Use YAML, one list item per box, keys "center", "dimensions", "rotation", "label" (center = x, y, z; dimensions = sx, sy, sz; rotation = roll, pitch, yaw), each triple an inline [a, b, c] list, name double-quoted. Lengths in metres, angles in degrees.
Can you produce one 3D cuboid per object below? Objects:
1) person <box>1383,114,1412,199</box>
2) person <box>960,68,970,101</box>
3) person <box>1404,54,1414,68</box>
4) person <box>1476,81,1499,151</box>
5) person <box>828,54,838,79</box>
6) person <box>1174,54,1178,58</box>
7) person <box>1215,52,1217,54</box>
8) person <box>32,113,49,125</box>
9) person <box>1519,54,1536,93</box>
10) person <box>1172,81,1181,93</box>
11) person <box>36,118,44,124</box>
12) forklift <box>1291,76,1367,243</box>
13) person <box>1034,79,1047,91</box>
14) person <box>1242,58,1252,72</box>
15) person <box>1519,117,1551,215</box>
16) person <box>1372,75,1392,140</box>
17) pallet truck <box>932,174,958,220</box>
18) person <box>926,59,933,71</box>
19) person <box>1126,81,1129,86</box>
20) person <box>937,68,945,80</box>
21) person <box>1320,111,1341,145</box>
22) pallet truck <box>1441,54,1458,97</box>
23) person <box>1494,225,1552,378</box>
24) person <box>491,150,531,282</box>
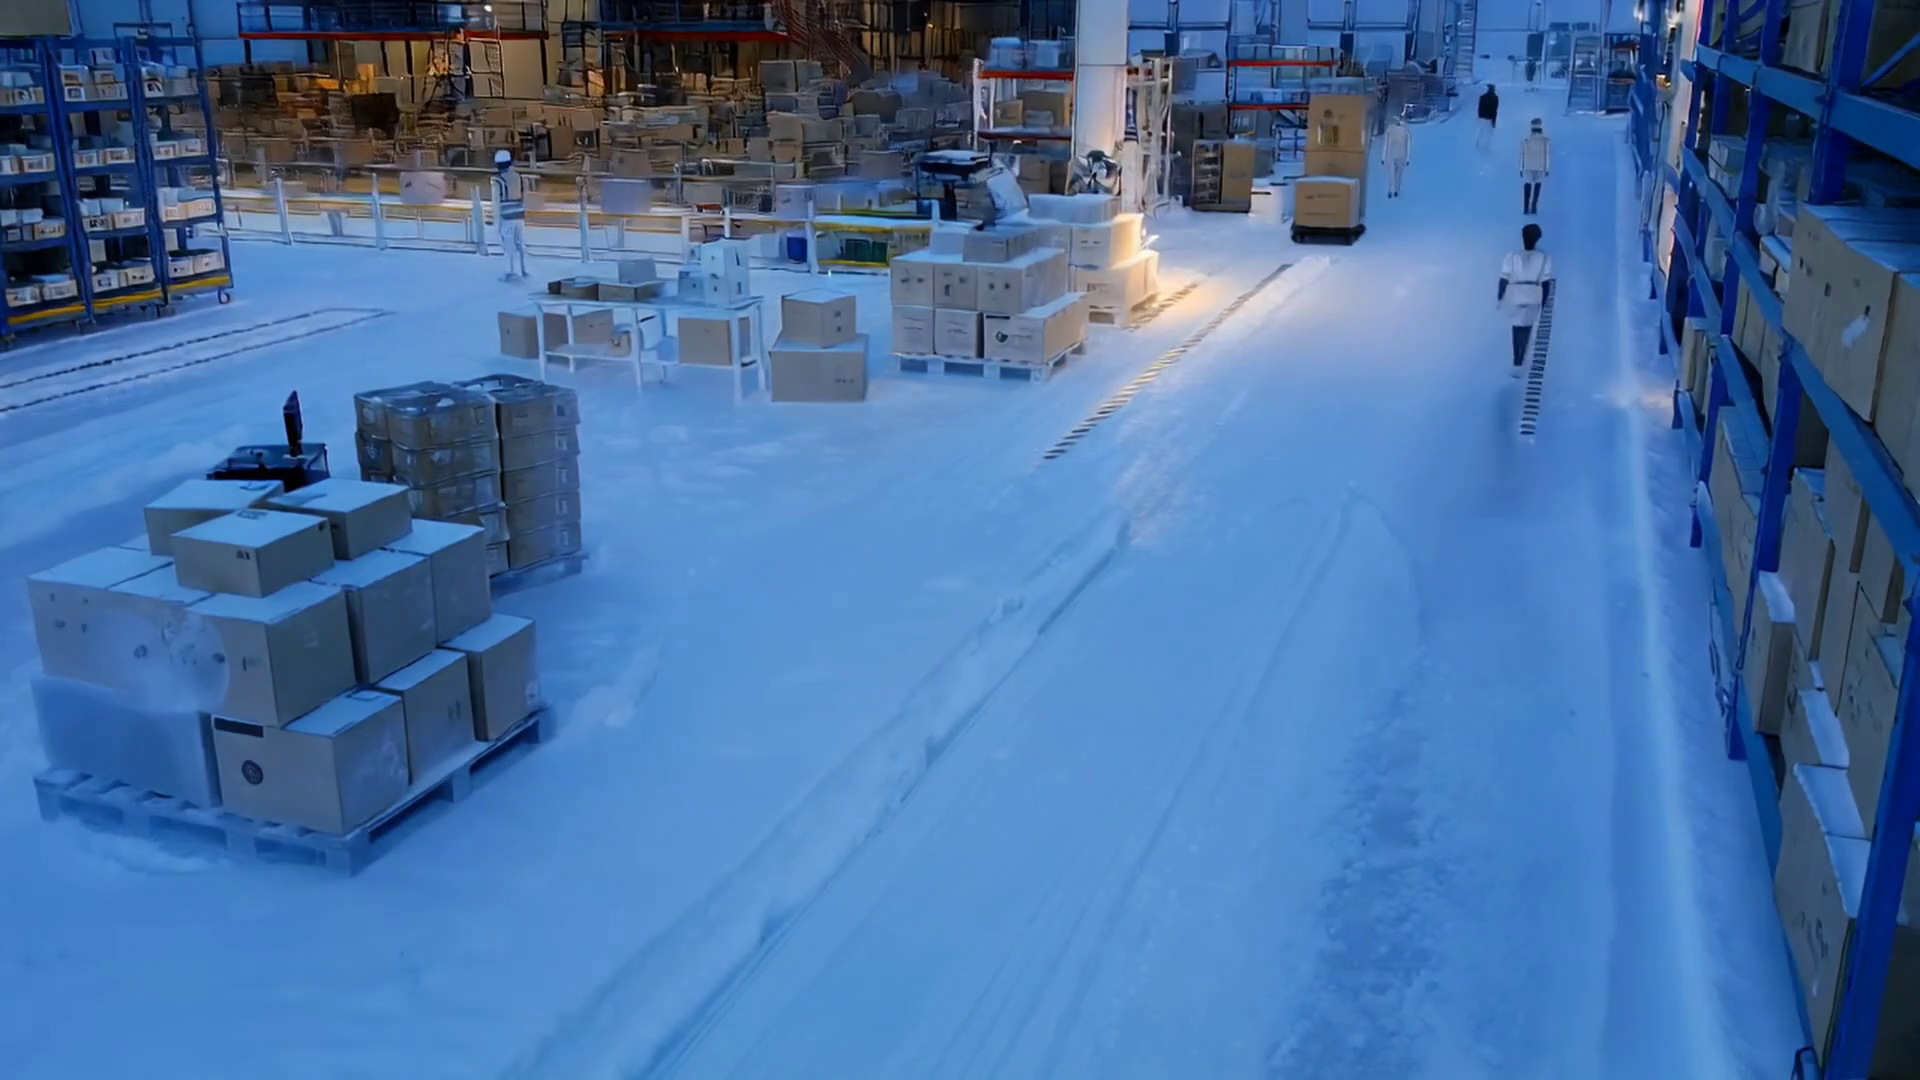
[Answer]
- center: [9.445, -8.295, 35.970]
  dimensions: [0.584, 1.804, 0.868]
  rotation: [3, 18, 10]
  label: "person"
- center: [0.250, -18.179, 67.150]
  dimensions: [0.882, 1.731, 0.532]
  rotation: [9, 20, 25]
  label: "person"
- center: [21.511, -22.273, 79.676]
  dimensions: [0.372, 1.935, 0.627]
  rotation: [-9, 20, -27]
  label: "person"
- center: [15.348, -12.326, 48.346]
  dimensions: [0.473, 1.977, 0.645]
  rotation: [-16, 24, -42]
  label: "person"
- center: [-6.205, -22.860, 81.601]
  dimensions: [0.574, 1.884, 0.356]
  rotation: [9, 20, 27]
  label: "person"
- center: [10.988, -23.812, 84.666]
  dimensions: [0.428, 1.840, 0.631]
  rotation: [-11, 21, -30]
  label: "person"
- center: [13.809, -25.699, 90.668]
  dimensions: [0.949, 1.802, 0.624]
  rotation: [13, 22, 35]
  label: "person"
- center: [-27.912, -13.004, 50.441]
  dimensions: [0.608, 1.992, 1.052]
  rotation: [-9, 20, -26]
  label: "person"
- center: [28.118, -23.065, 82.231]
  dimensions: [0.569, 1.888, 0.957]
  rotation: [-13, 22, -36]
  label: "person"
- center: [7.567, -15.087, 57.635]
  dimensions: [0.744, 1.599, 0.516]
  rotation: [-10, 20, -28]
  label: "person"
- center: [-29.965, -14.083, 54.059]
  dimensions: [0.656, 1.867, 0.969]
  rotation: [-13, 22, -36]
  label: "person"
- center: [6.598, -6.755, 29.381]
  dimensions: [1.129, 2.768, 1.873]
  rotation: [6, 19, 19]
  label: "forklift"
- center: [3.287, -18.397, 67.493]
  dimensions: [0.549, 1.933, 0.373]
  rotation: [8, 19, 24]
  label: "person"
- center: [15.737, -25.971, 91.316]
  dimensions: [0.605, 1.916, 0.421]
  rotation: [-10, 20, -27]
  label: "person"
- center: [11.351, -7.387, 32.914]
  dimensions: [0.552, 1.923, 0.470]
  rotation: [7, 19, 22]
  label: "person"
- center: [13.255, -13.736, 52.677]
  dimensions: [0.853, 2.000, 0.535]
  rotation: [-14, 22, -36]
  label: "person"
- center: [-0.507, -5.292, 27.348]
  dimensions: [0.653, 1.274, 1.630]
  rotation: [6, 19, 19]
  label: "pallet truck"
- center: [-1.382, -20.603, 74.587]
  dimensions: [0.365, 1.841, 0.528]
  rotation: [12, 21, 34]
  label: "person"
- center: [6.064, -16.415, 61.409]
  dimensions: [0.523, 1.848, 0.531]
  rotation: [11, 21, 32]
  label: "person"
- center: [-0.756, -16.319, 61.003]
  dimensions: [0.364, 1.919, 0.724]
  rotation: [7, 19, 20]
  label: "person"
- center: [8.384, -8.903, 38.003]
  dimensions: [0.545, 1.721, 0.879]
  rotation: [7, 19, 21]
  label: "person"
- center: [22.765, -21.886, 78.355]
  dimensions: [0.823, 1.965, 1.885]
  rotation: [-4, 18, -14]
  label: "pallet truck"
- center: [6.257, -2.681, 18.547]
  dimensions: [0.548, 1.647, 0.855]
  rotation: [0, 18, -1]
  label: "person"
- center: [-6.758, -4.849, 24.930]
  dimensions: [0.425, 1.938, 0.603]
  rotation: [11, 20, 30]
  label: "person"
